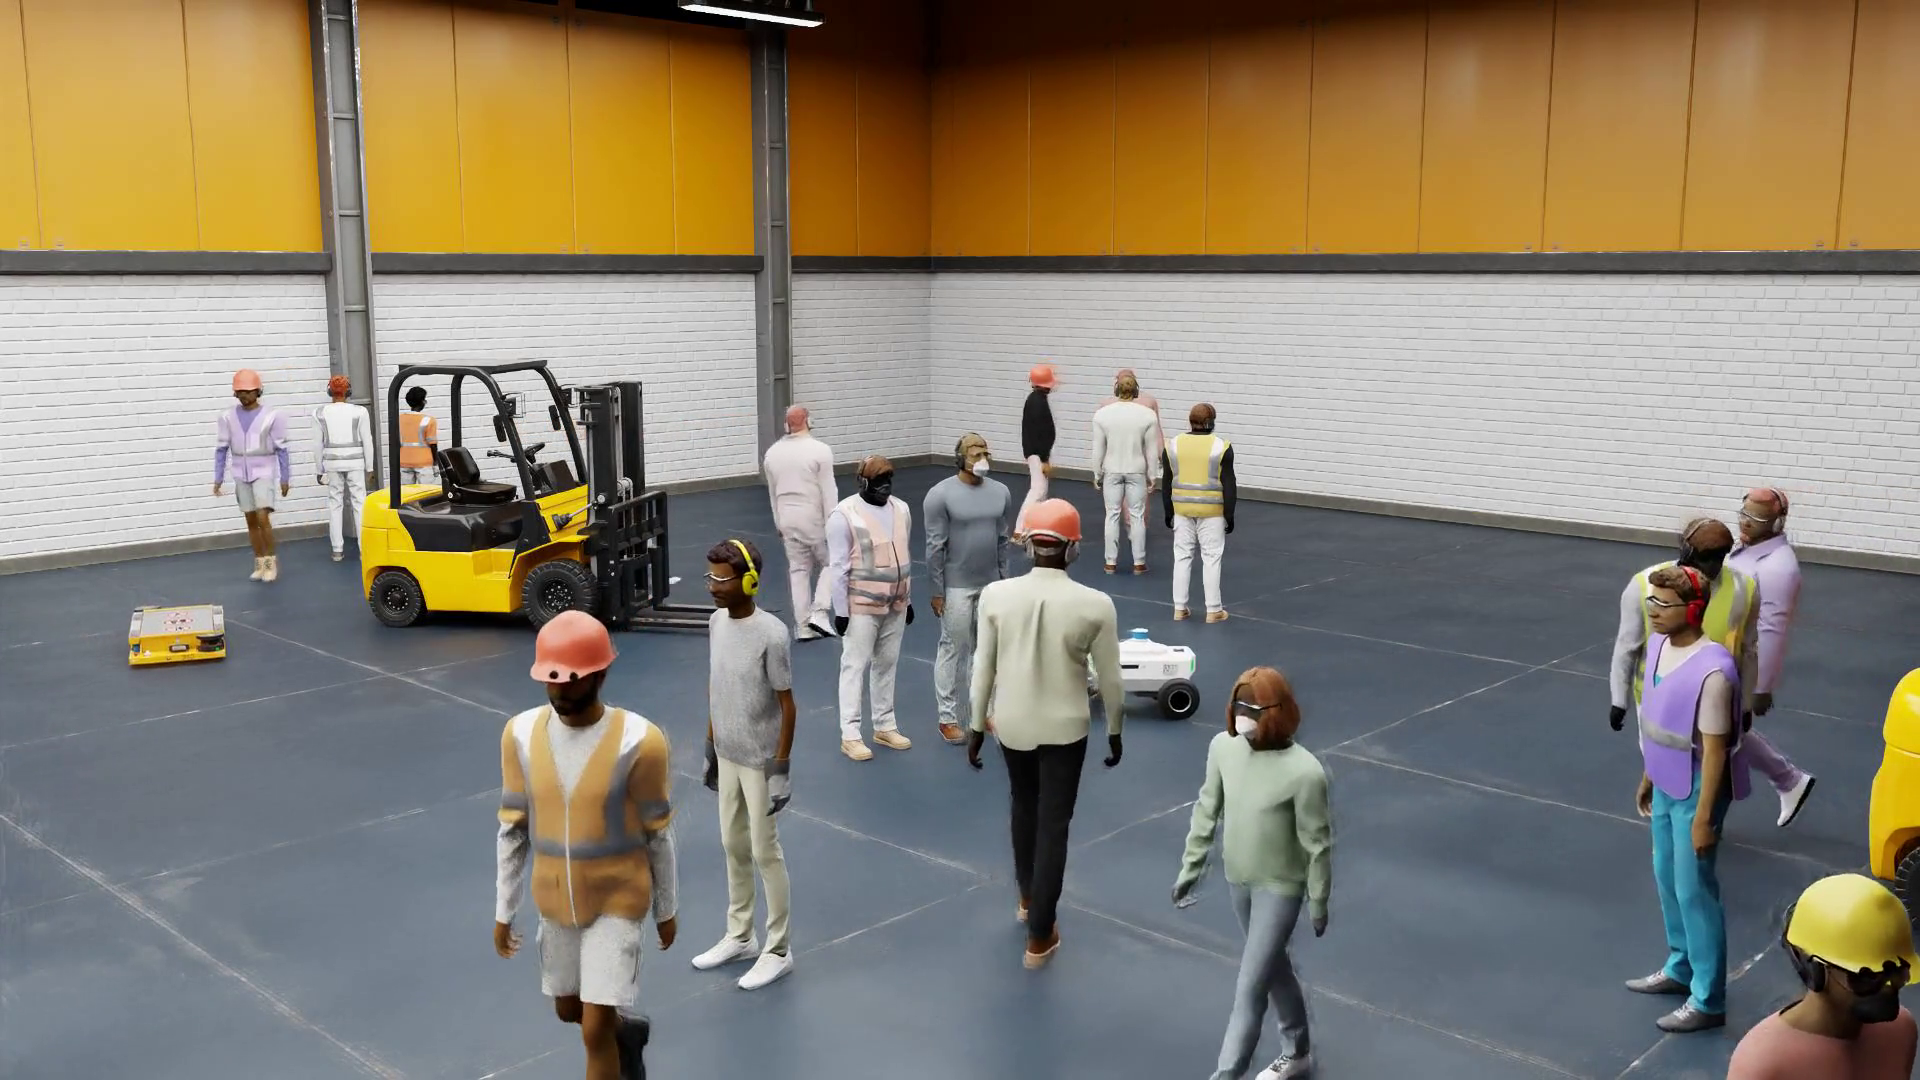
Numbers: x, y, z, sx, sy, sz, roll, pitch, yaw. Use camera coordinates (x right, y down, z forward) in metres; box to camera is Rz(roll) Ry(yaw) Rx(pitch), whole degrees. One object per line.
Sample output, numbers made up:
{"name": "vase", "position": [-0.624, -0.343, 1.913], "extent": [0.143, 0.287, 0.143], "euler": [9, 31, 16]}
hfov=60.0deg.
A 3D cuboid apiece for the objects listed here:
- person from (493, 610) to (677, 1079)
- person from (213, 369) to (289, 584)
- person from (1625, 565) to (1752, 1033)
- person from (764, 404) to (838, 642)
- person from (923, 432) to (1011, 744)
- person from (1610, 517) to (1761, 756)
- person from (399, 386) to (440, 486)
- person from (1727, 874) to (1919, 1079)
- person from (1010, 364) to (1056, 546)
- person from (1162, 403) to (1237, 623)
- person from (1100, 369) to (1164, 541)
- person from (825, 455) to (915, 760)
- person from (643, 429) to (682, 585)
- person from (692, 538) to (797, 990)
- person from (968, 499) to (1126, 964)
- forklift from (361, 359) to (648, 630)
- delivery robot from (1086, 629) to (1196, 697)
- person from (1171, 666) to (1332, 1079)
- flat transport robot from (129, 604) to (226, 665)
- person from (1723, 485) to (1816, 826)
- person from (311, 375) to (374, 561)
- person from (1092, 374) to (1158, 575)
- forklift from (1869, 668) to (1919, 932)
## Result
{"name": "person", "position": [-1.181, 1.126, 5.430], "extent": [0.555, 1.904, 0.865], "euler": [2, 9, 12]}
{"name": "person", "position": [-6.644, -0.584, 15.567], "extent": [0.634, 2.021, 0.659], "euler": [0, 9, 2]}
{"name": "person", "position": [2.831, 0.994, 6.492], "extent": [0.421, 1.825, 0.574], "euler": [0, 9, 2]}
{"name": "person", "position": [-1.215, -0.130, 13.190], "extent": [0.676, 1.879, 0.444], "euler": [6, 11, 31]}
{"name": "person", "position": [0.068, 0.294, 10.424], "extent": [0.632, 1.940, 0.372], "euler": [-7, 11, -35]}
{"name": "person", "position": [3.482, 0.771, 8.004], "extent": [0.652, 1.784, 0.946], "euler": [3, 10, 19]}
{"name": "person", "position": [-5.861, -0.811, 17.973], "extent": [0.539, 1.690, 0.319], "euler": [3, 10, 15]}
{"name": "person", "position": [1.780, 1.526, 3.442], "extent": [0.544, 1.749, 0.396], "euler": [-4, 10, -22]}
{"name": "person", "position": [0.801, -0.898, 17.717], "extent": [0.504, 1.947, 0.745], "euler": [0, 9, 1]}
{"name": "person", "position": [2.009, -0.228, 13.920], "extent": [0.636, 1.842, 0.429], "euler": [5, 10, 26]}
{"name": "person", "position": [1.873, -0.940, 18.278], "extent": [0.714, 1.850, 0.899], "euler": [0, 9, -3]}
{"name": "person", "position": [-0.512, 0.396, 10.092], "extent": [0.634, 1.841, 0.429], "euler": [-9, 13, -44]}
{"name": "person", "position": [-2.916, -0.348, 15.344], "extent": [0.752, 1.600, 0.523], "euler": [-1, 9, -7]}
{"name": "person", "position": [-0.888, 0.911, 6.863], "extent": [0.534, 1.864, 0.310], "euler": [9, 13, 44]}
{"name": "person", "position": [0.414, 0.789, 7.293], "extent": [0.662, 1.958, 0.876], "euler": [3, 10, 17]}
{"name": "forklift", "position": [-3.850, -0.407, 13.936], "extent": [2.313, 2.155, 1.214], "euler": [2, 9, 11]}
{"name": "delivery robot", "position": [1.189, 0.832, 11.042], "extent": [0.707, 0.478, 0.477], "euler": [0, 9, -3]}
{"name": "person", "position": [0.996, 1.225, 5.774], "extent": [0.847, 1.593, 0.506], "euler": [-6, 11, -34]}
{"name": "flat transport robot", "position": [-6.090, 0.713, 12.955], "extent": [0.652, 0.197, 1.431], "euler": [-4, 10, -24]}
{"name": "person", "position": [4.028, 0.634, 8.549], "extent": [0.745, 1.867, 0.664], "euler": [2, 10, 13]}
{"name": "person", "position": [-6.227, -0.724, 16.834], "extent": [0.573, 1.883, 0.355], "euler": [-2, 9, -12]}
{"name": "person", "position": [1.595, -0.628, 16.076], "extent": [0.634, 1.938, 0.354], "euler": [2, 9, 9]}
{"name": "forklift", "position": [5.205, 0.723, 7.013], "extent": [2.313, 2.155, 1.214], "euler": [9, 13, 43]}
